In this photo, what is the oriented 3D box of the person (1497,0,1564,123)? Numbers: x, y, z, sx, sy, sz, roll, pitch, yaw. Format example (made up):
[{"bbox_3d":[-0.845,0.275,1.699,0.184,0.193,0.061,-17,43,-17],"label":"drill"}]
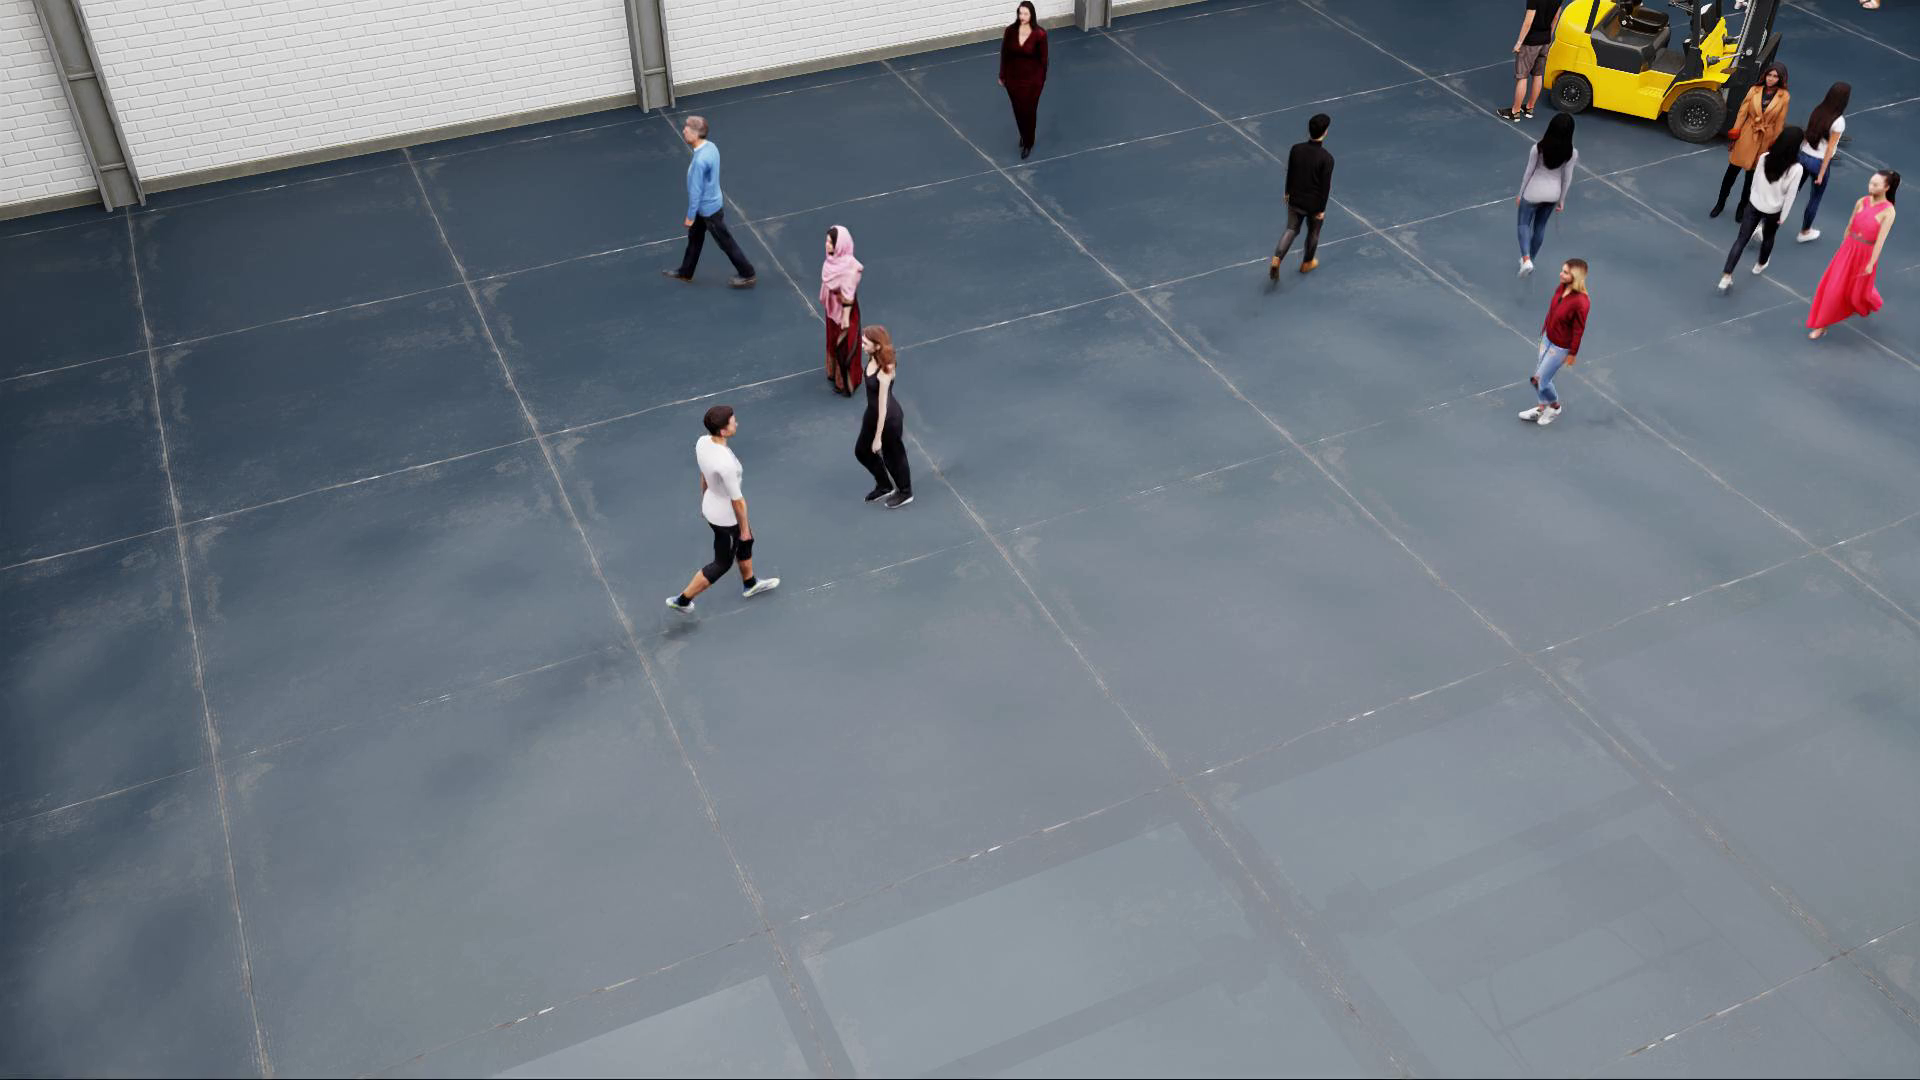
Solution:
[{"bbox_3d":[6.684,-5.794,19.309,0.499,1.863,0.717,-17,41,-20],"label":"person"}]

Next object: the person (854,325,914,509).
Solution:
[{"bbox_3d":[-0.523,-1.007,13.424,0.659,1.727,0.610,-21,43,-24],"label":"person"}]

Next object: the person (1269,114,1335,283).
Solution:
[{"bbox_3d":[3.369,-3.319,16.341,0.919,1.698,1.106,27,46,29],"label":"person"}]

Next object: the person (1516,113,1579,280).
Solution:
[{"bbox_3d":[5.722,-3.320,16.327,0.942,1.719,0.940,4,39,5],"label":"person"}]

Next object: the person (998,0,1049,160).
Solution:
[{"bbox_3d":[0.746,-5.229,18.700,0.926,1.739,1.000,17,42,20],"label":"person"}]

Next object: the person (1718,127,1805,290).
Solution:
[{"bbox_3d":[7.809,-3.209,16.234,0.915,1.660,1.182,28,47,31],"label":"person"}]

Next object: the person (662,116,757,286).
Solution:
[{"bbox_3d":[-2.363,-3.247,16.193,1.259,1.771,0.953,-2,39,-2],"label":"person"}]

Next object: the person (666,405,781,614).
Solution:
[{"bbox_3d":[-1.828,-0.165,12.298,1.152,1.816,0.675,-20,43,-23],"label":"person"}]

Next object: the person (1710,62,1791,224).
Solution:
[{"bbox_3d":[8.282,-4.146,17.360,0.783,1.720,0.795,21,43,24],"label":"person"}]

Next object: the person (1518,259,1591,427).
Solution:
[{"bbox_3d":[5.231,-1.696,14.372,0.684,1.620,0.676,-7,39,-8],"label":"person"}]

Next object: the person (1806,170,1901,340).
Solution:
[{"bbox_3d":[8.416,-2.635,15.480,0.922,1.704,0.606,-17,42,-20],"label":"person"}]

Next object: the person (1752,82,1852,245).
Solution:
[{"bbox_3d":[8.548,-3.768,16.868,1.138,1.743,0.684,-11,40,-14],"label":"person"}]

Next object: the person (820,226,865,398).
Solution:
[{"bbox_3d":[-1.045,-2.075,14.835,0.596,1.635,0.669,-15,41,-18],"label":"person"}]
